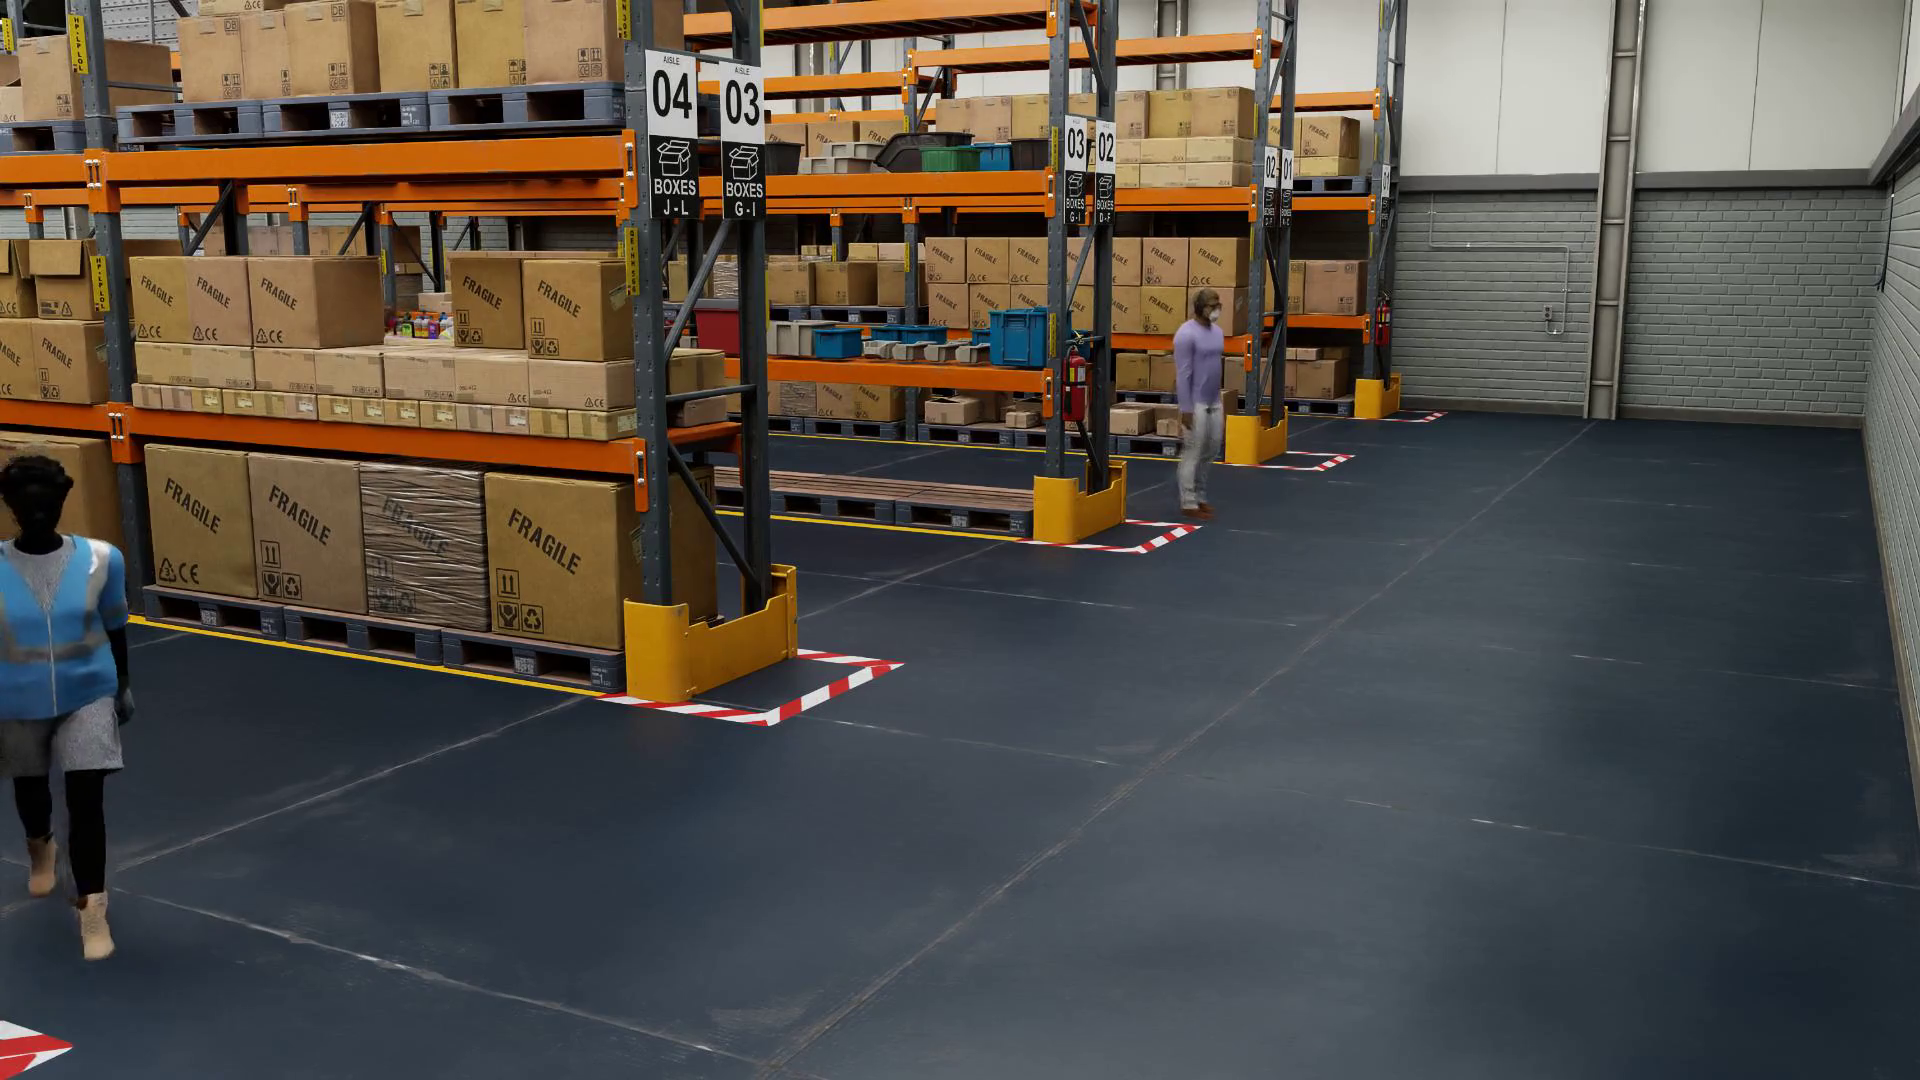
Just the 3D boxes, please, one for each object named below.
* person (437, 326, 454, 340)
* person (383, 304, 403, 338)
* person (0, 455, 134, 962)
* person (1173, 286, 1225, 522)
[{"bbox_3d":[-4.119,-1.141,14.124,0.430,1.841,0.624,8,13,36],"label":"person"},{"bbox_3d":[-4.800,-1.058,13.832,0.565,1.802,0.765,-5,12,-25],"label":"person"},{"bbox_3d":[-3.100,0.516,5.639,0.543,1.664,0.894,-6,12,-31],"label":"person"},{"bbox_3d":[1.994,-1.123,13.750,0.373,1.937,0.639,9,14,40],"label":"person"}]
